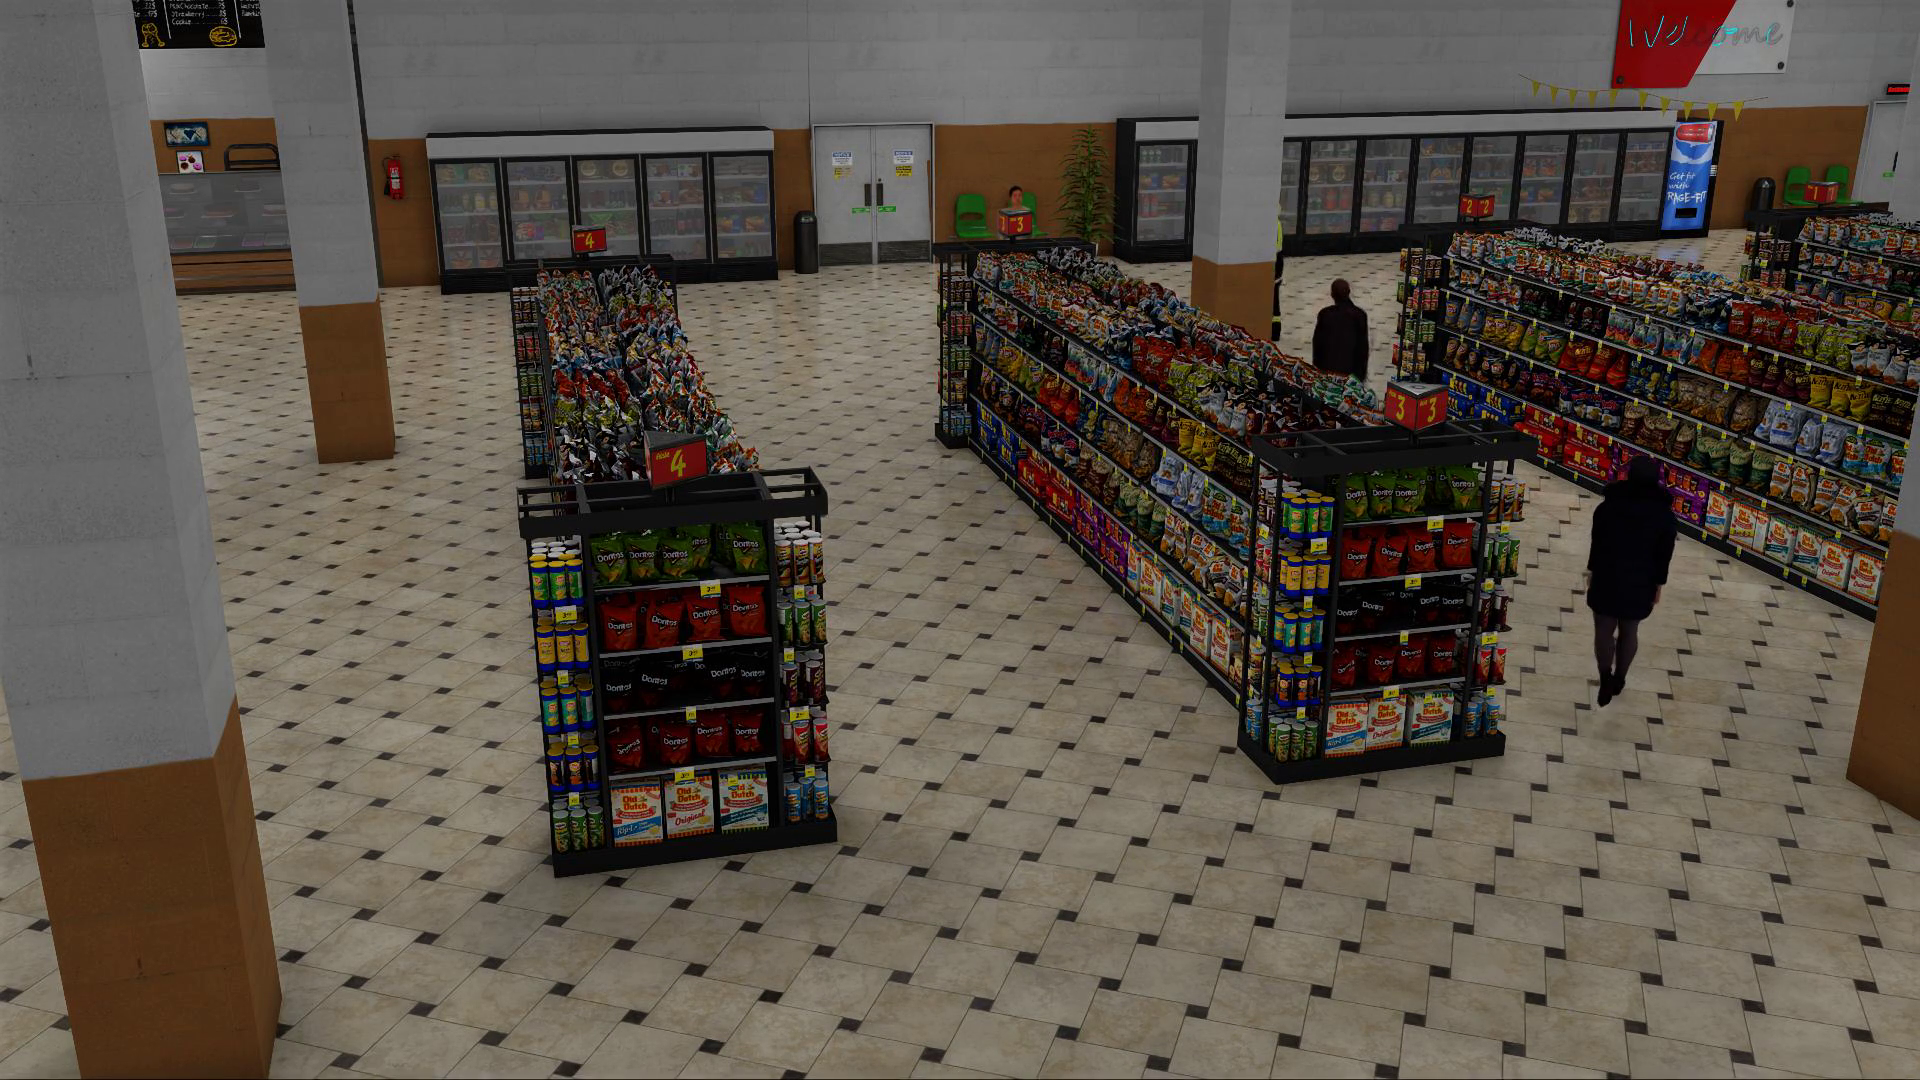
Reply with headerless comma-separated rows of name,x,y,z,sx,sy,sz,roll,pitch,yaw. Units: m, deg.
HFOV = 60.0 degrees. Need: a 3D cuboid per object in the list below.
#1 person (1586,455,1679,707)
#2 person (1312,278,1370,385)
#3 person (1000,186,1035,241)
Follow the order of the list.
person,4.243,0.282,10.640,0.972,1.658,1.084,7,20,21
person,3.634,-1.576,15.934,0.993,1.797,1.092,9,21,25
person,0.783,-4.027,23.206,0.673,1.795,0.911,-6,19,-16
